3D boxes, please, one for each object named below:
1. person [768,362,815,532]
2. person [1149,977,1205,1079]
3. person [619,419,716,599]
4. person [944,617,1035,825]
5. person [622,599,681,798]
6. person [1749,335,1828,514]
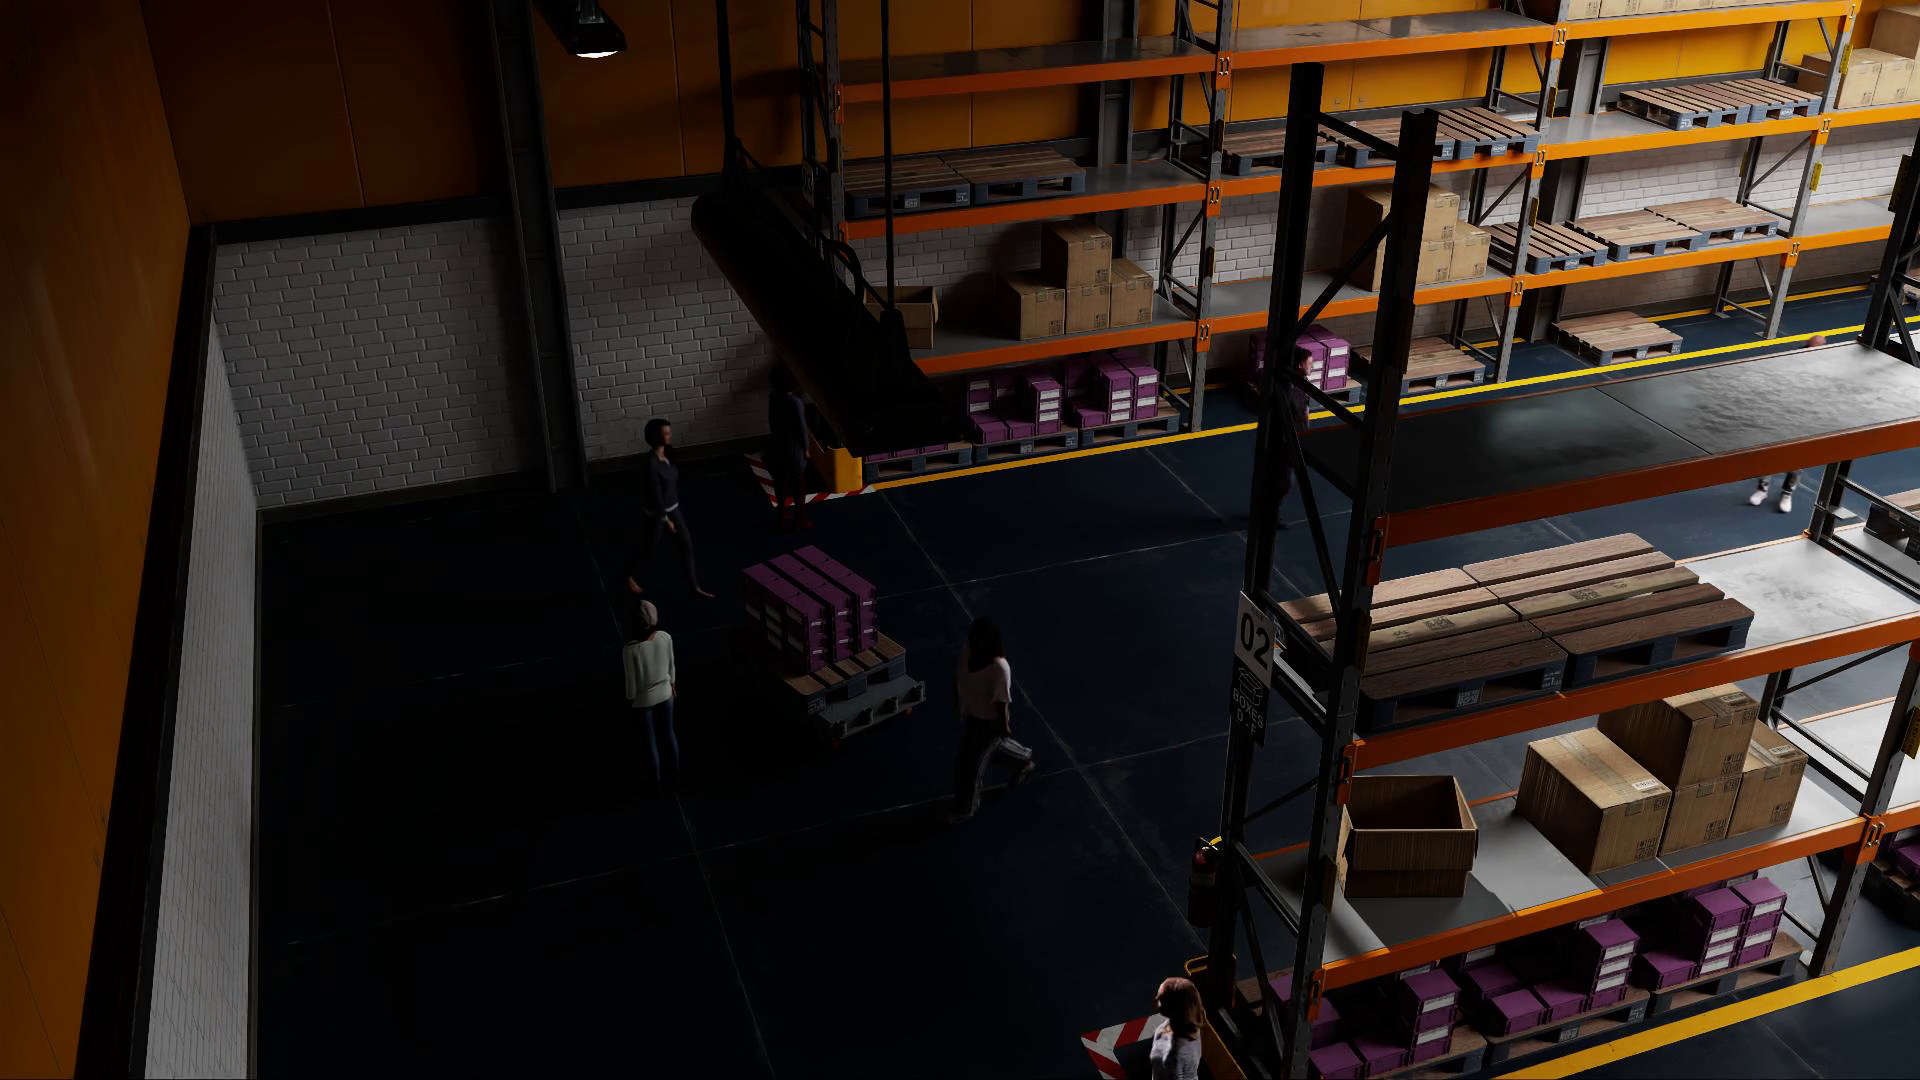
[{"bbox_3d":[-1.651,-0.898,16.006,0.662,1.710,0.680,20,34,32],"label":"person"},{"bbox_3d":[1.231,3.015,8.785,1.185,1.756,1.110,12,31,21],"label":"person"},{"bbox_3d":[-2.745,-0.243,14.784,1.211,1.729,1.092,10,30,18],"label":"person"},{"bbox_3d":[0.238,1.258,12.122,1.105,1.644,0.752,-14,31,-23],"label":"person"},{"bbox_3d":[-2.289,1.153,12.315,0.542,1.644,0.698,-22,36,-35],"label":"person"},{"bbox_3d":[8.239,-1.183,16.415,0.759,1.819,0.788,17,33,29],"label":"person"}]
